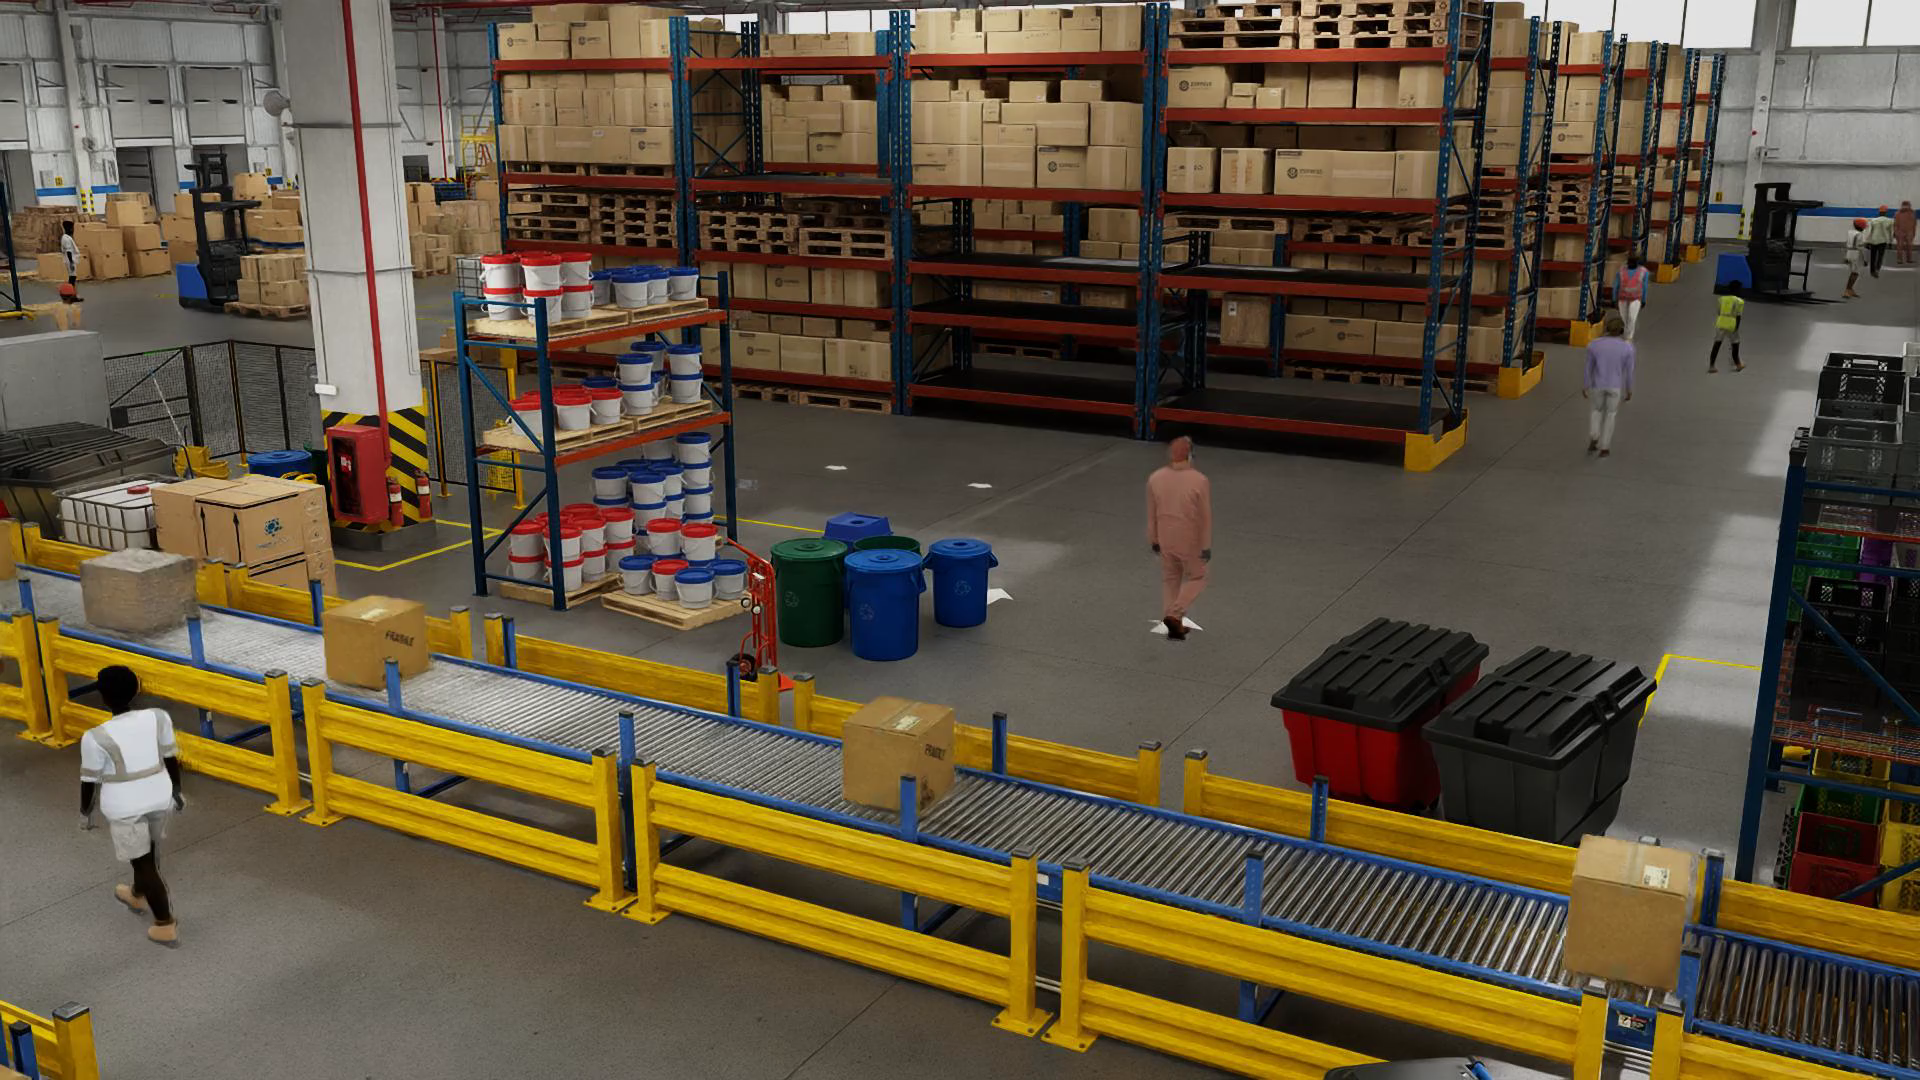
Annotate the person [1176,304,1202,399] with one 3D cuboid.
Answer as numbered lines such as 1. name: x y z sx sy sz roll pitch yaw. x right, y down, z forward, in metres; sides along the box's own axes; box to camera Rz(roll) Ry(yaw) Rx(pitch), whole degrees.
1. person: 3.626 -2.901 26.290 0.465 1.680 0.553 7 16 24

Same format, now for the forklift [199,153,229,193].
1. forklift: -27.440 -12.865 61.464 1.873 2.768 1.129 8 17 28

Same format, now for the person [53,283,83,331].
1. person: -14.325 -3.179 26.870 0.564 1.927 0.423 7 16 24

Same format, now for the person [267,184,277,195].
1. person: -24.295 -11.712 59.069 0.585 1.868 0.644 0 15 -1

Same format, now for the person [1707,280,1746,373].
1. person: 13.805 -3.820 29.800 0.878 1.651 0.552 -9 17 -31

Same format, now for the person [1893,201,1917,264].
1. person: 28.070 -9.149 49.445 0.687 1.863 0.489 3 15 13

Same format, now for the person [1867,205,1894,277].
1. person: 25.330 -8.228 45.810 0.620 1.964 0.975 8 17 29

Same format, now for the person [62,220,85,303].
1. person: -21.395 -6.702 40.048 0.361 1.962 0.613 -8 17 -27

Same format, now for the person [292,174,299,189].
1. person: -28.610 -15.029 72.019 0.514 1.614 0.655 -3 15 -12

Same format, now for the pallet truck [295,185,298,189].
1. pallet truck: -26.804 -14.617 69.738 1.885 1.965 0.823 -14 20 -42

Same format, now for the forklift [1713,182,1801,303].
1. forklift: 19.582 -7.268 40.422 1.129 2.768 1.873 -8 17 -29

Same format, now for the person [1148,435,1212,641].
1. person: 1.974 0.000 14.976 0.649 1.894 0.485 13 20 41

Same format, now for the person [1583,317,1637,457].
1. person: 8.912 -2.103 22.835 0.650 1.918 0.456 8 17 28

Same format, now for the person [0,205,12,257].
1. person: -27.807 -8.826 48.289 0.501 1.830 0.426 10 18 32

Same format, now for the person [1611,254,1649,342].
1. person: 13.295 -4.770 33.100 0.646 1.795 0.941 9 17 30

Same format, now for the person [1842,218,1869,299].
1. person: 22.007 -6.918 40.867 0.655 1.975 0.652 -1 15 -2

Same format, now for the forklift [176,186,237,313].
1. forklift: -17.179 -6.744 38.454 1.873 2.768 1.129 8 17 28

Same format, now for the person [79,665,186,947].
1. person: -4.881 1.519 9.703 0.819 1.656 0.557 9 17 30
